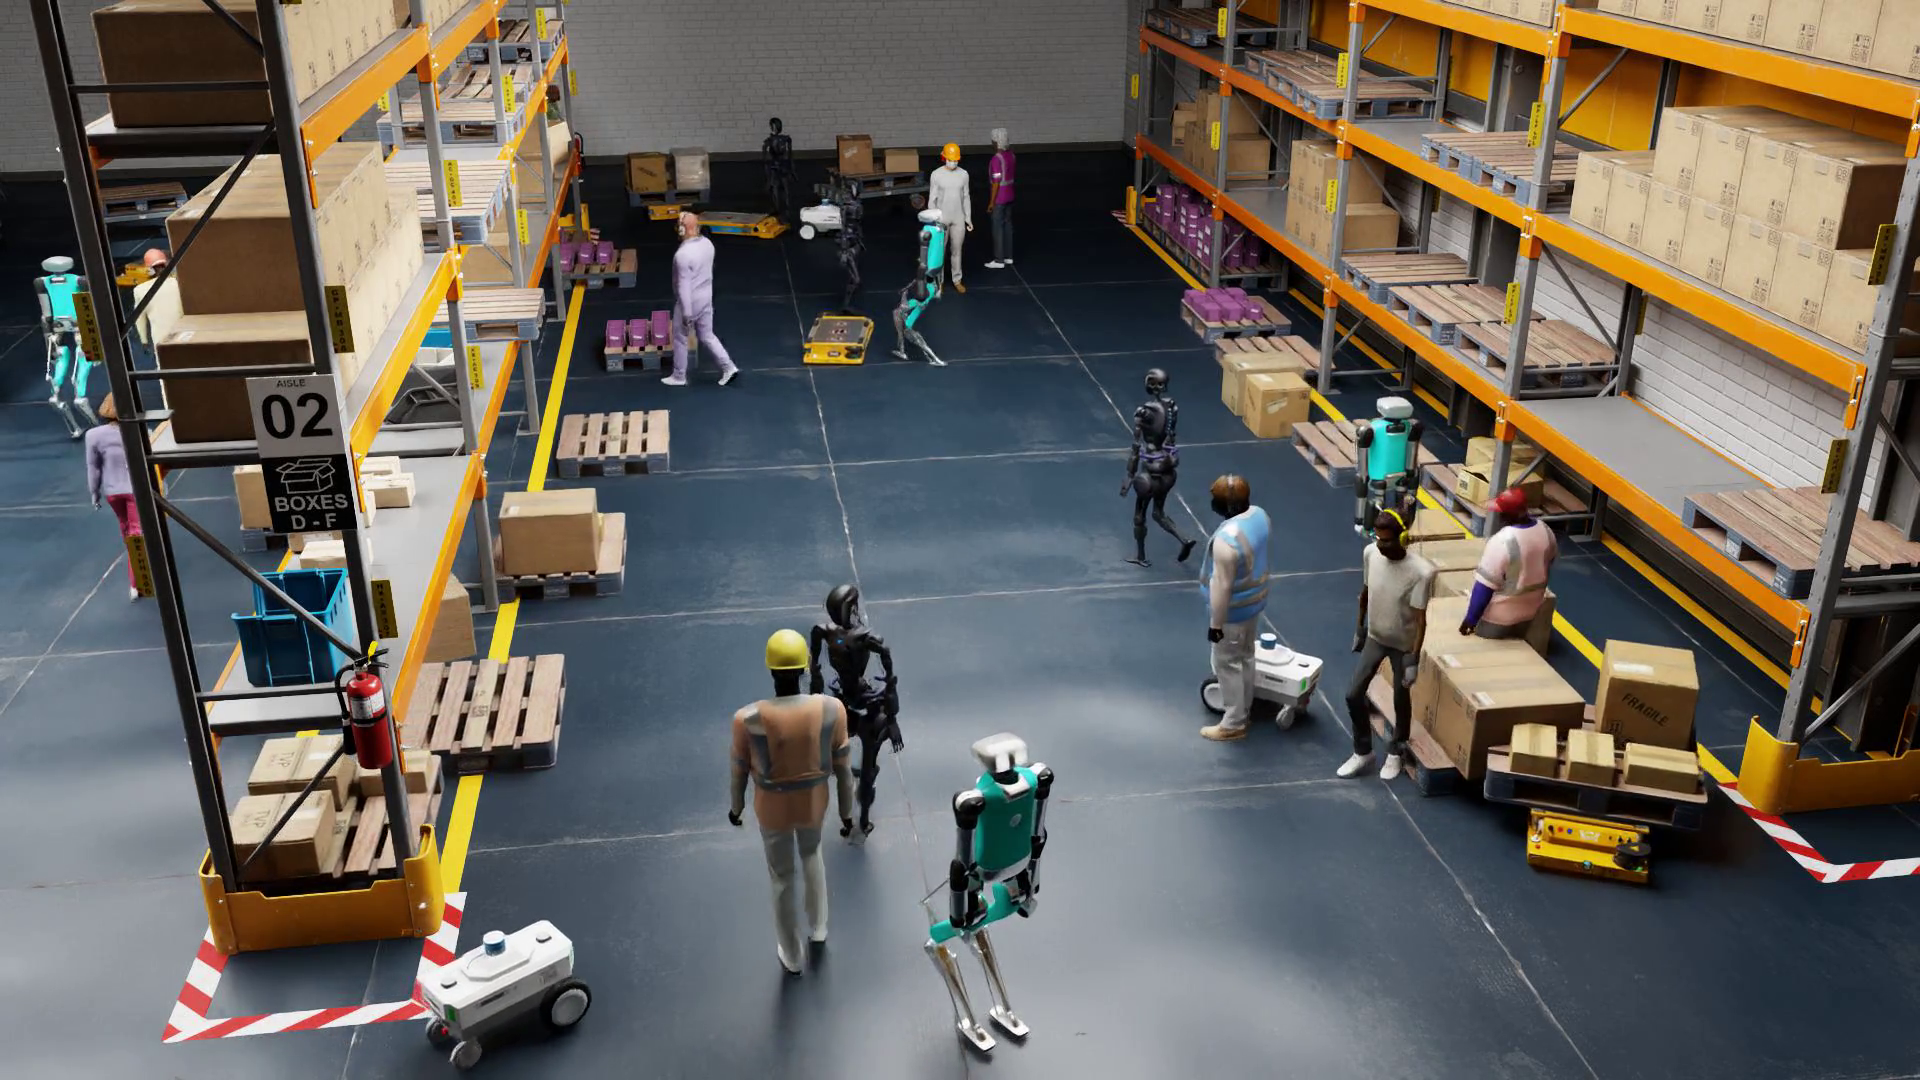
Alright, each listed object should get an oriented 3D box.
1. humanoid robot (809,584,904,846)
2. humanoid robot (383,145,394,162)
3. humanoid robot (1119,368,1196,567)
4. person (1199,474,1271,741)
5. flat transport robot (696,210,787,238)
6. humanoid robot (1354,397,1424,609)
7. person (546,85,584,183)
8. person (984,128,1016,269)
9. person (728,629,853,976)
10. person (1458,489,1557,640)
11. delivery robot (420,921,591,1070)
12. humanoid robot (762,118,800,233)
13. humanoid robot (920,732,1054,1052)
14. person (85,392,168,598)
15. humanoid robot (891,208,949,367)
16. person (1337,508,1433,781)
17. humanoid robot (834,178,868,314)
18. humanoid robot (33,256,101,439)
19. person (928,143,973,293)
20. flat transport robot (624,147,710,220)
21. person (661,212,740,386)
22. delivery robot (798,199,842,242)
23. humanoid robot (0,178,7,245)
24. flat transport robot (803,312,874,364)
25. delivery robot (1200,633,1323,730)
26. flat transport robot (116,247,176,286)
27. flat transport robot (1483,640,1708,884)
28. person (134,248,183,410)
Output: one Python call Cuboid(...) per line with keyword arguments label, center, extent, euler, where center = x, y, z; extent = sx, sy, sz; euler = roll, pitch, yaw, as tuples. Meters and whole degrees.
Cuboid(label="humanoid robot", center=(-0.556, 0.965, 9.752), extent=(0.609, 1.640, 0.532), euler=(11, 26, 23))
Cuboid(label="humanoid robot", center=(-7.643, -4.584, 22.383), extent=(0.636, 1.625, 0.529), euler=(1, 24, 2))
Cuboid(label="humanoid robot", center=(1.586, -0.536, 13.162), extent=(0.565, 1.640, 0.597), euler=(20, 31, 38))
Cuboid(label="person", center=(1.764, 0.427, 10.774), extent=(0.432, 1.830, 0.663), euler=(14, 27, 28))
Cuboid(label="flat transport robot", center=(-3.268, -4.557, 24.060), extent=(1.431, 0.231, 0.659), euler=(6, 24, 13))
Cuboid(label="humanoid robot", center=(3.240, -0.100, 12.141), extent=(0.530, 1.771, 1.008), euler=(-8, 25, -18))
Cuboid(label="person", center=(-6.569, -6.554, 26.940), extent=(0.763, 1.598, 0.507), euler=(-6, 24, -14))
Cuboid(label="person", center=(0.537, -4.527, 22.031), extent=(0.339, 1.842, 0.529), euler=(14, 27, 29))
Cuboid(label="person", center=(-0.876, 1.348, 8.569), extent=(0.603, 1.906, 0.499), euler=(-8, 25, -19))
Cuboid(label="person", center=(3.533, 0.467, 10.808), extent=(0.667, 1.736, 0.421), euler=(-11, 26, -24))
Cuboid(label="delivery robot", center=(-2.269, 2.221, 8.286), extent=(0.818, 0.614, 0.499), euler=(-21, 31, -39))
Cuboid(label="humanoid robot", center=(-2.603, -5.238, 23.865), extent=(0.466, 1.639, 0.599), euler=(21, 32, 40))
Cuboid(label="humanoid robot", center=(0.069, 1.640, 8.025), extent=(0.530, 1.732, 0.680), euler=(-17, 29, -33))
Cuboid(label="person", center=(-6.436, -0.414, 12.952), extent=(0.514, 1.595, 0.806), euler=(-3, 24, -7))
Cuboid(label="humanoid robot", center=(-0.530, -2.748, 18.140), extent=(0.946, 1.763, 0.534), euler=(10, 26, 22))
Cuboid(label="person", center=(2.624, 0.661, 10.210), extent=(0.558, 1.839, 0.612), euler=(22, 32, 40))
Cuboid(label="humanoid robot", center=(-1.325, -3.532, 19.982), extent=(0.348, 1.646, 0.609), euler=(7, 25, 17))
Cuboid(label="humanoid robot", center=(-8.512, -1.763, 15.821), extent=(0.545, 1.755, 0.734), euler=(0, 24, 0))
Cuboid(label="person", center=(-0.123, -4.026, 20.836), extent=(0.569, 1.891, 0.371), euler=(-7, 25, -15))
Cuboid(label="flat transport robot", center=(-4.454, -5.115, 25.331), extent=(0.659, 0.231, 1.431), euler=(-6, 24, -13))
Cuboid(label="person", center=(-2.749, -2.490, 17.349), extent=(0.835, 1.873, 0.646), euler=(10, 26, 23))
Cuboid(label="delivery robot", center=(-1.925, -4.559, 23.685), extent=(0.754, 0.575, 0.499), euler=(2, 24, 4))
Cuboid(label="humanoid robot", center=(-13.500, -4.812, 22.887), extent=(0.600, 1.655, 0.345), euler=(-13, 27, -27))
Cuboid(label="flat transport robot", center=(-1.368, -2.287, 18.889), extent=(0.659, 0.231, 1.431), euler=(1, 24, 2))
Cuboid(label="delivery robot", center=(2.039, 0.914, 11.230), extent=(0.750, 0.587, 0.525), euler=(14, 27, 29))
Cuboid(label="flat transport robot", center=(-10.410, -3.612, 21.907), extent=(0.659, 0.231, 1.431), euler=(4, 24, 10))
Cuboid(label="flat transport robot", center=(3.806, 1.569, 10.104), extent=(0.659, 0.231, 1.431), euler=(7, 25, 17))
Cuboid(label="person", center=(-7.777, -1.988, 16.414), extent=(0.594, 1.715, 0.701), euler=(-9, 25, -20))
